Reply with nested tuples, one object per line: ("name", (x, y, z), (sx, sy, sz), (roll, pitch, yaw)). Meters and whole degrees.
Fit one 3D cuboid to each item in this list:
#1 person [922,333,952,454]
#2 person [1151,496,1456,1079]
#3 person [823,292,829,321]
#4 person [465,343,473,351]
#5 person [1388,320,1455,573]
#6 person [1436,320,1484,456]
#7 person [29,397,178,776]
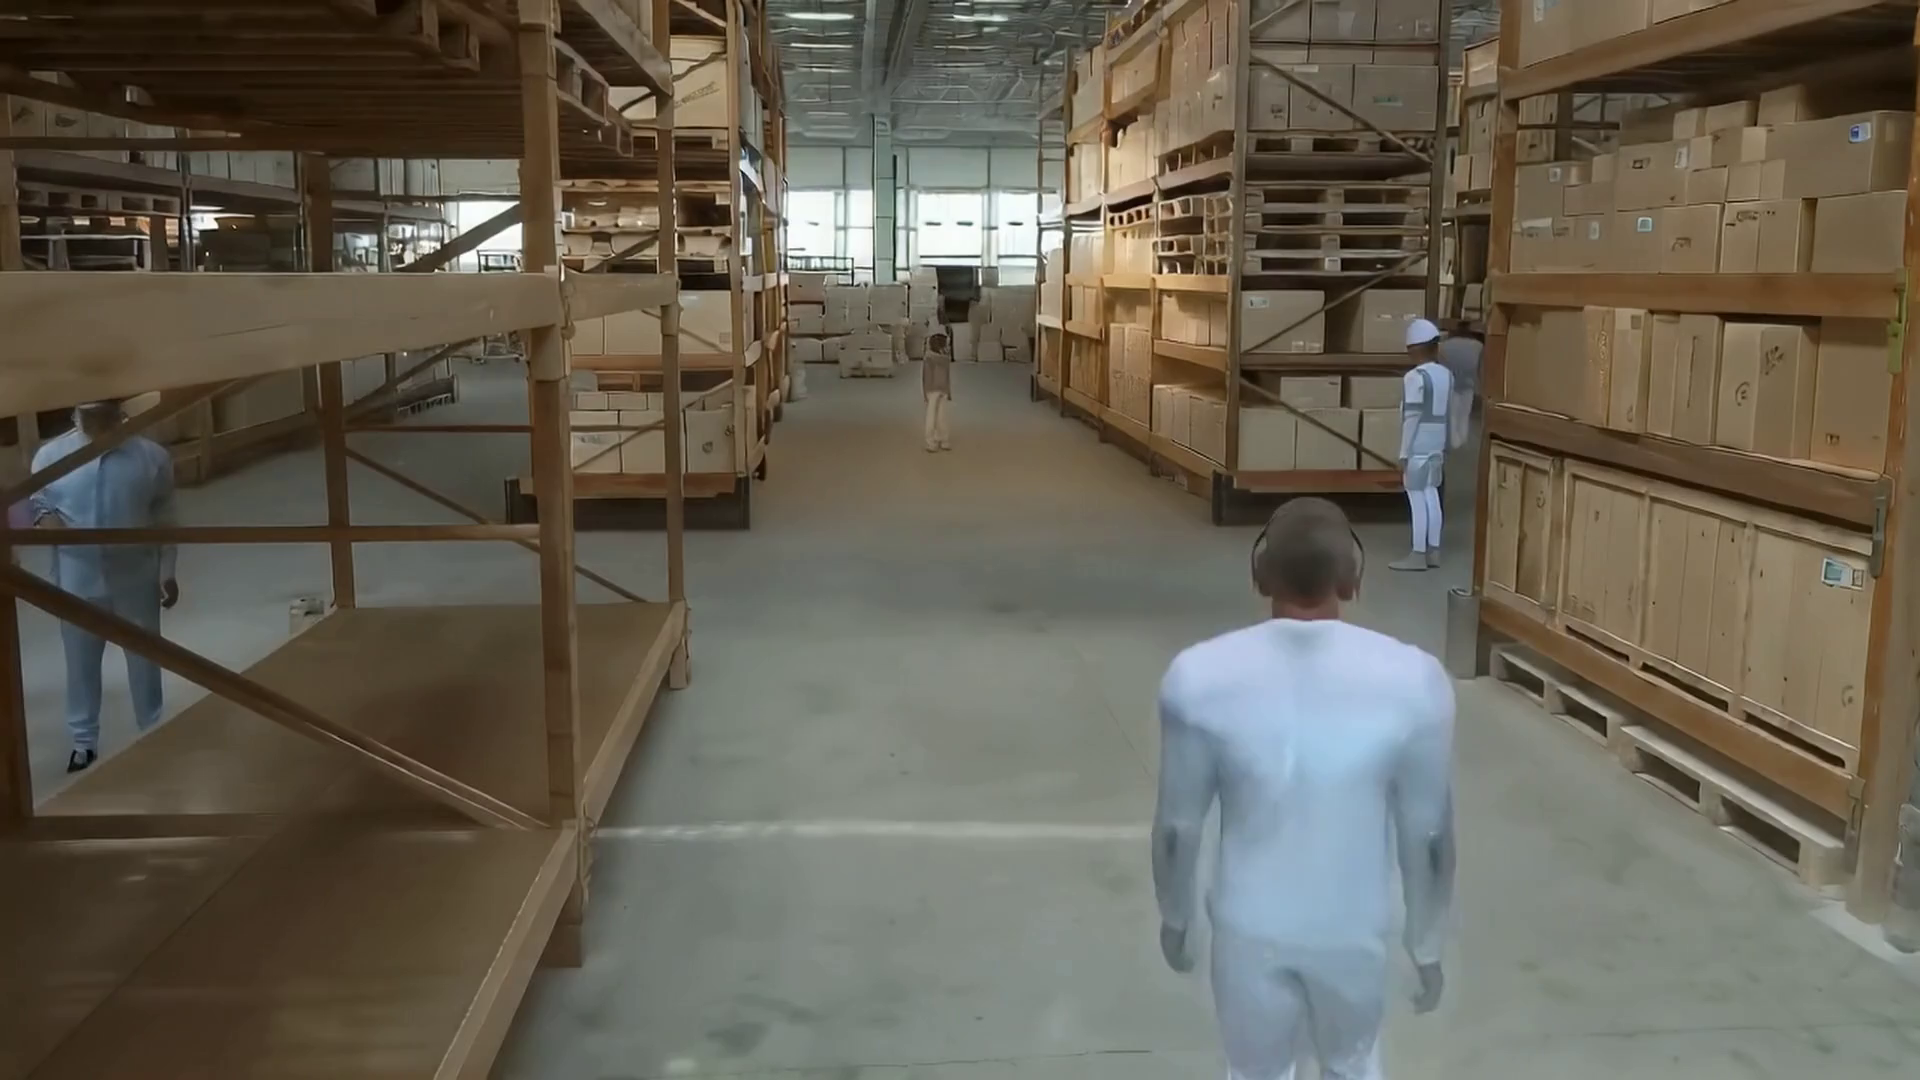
("person", (-0.310, -1.976, 22.441), (0.285, 1.633, 0.497), (8, 12, 40))
("person", (0.767, 0.846, 3.808), (0.655, 1.921, 0.668), (2, 9, 10))
("person", (-4.039, -6.571, 50.392), (0.507, 1.920, 0.653), (1, 9, 7))
("person", (-15.472, -6.837, 52.449), (0.558, 1.798, 0.851), (-3, 9, -17))
("person", (3.732, -0.752, 13.472), (0.369, 2.045, 0.608), (9, 12, 43))
("person", (6.682, -2.051, 22.401), (0.626, 1.804, 0.895), (0, 9, 2))
("person", (-4.138, 0.174, 8.087), (0.643, 1.909, 0.410), (-5, 10, -29))
